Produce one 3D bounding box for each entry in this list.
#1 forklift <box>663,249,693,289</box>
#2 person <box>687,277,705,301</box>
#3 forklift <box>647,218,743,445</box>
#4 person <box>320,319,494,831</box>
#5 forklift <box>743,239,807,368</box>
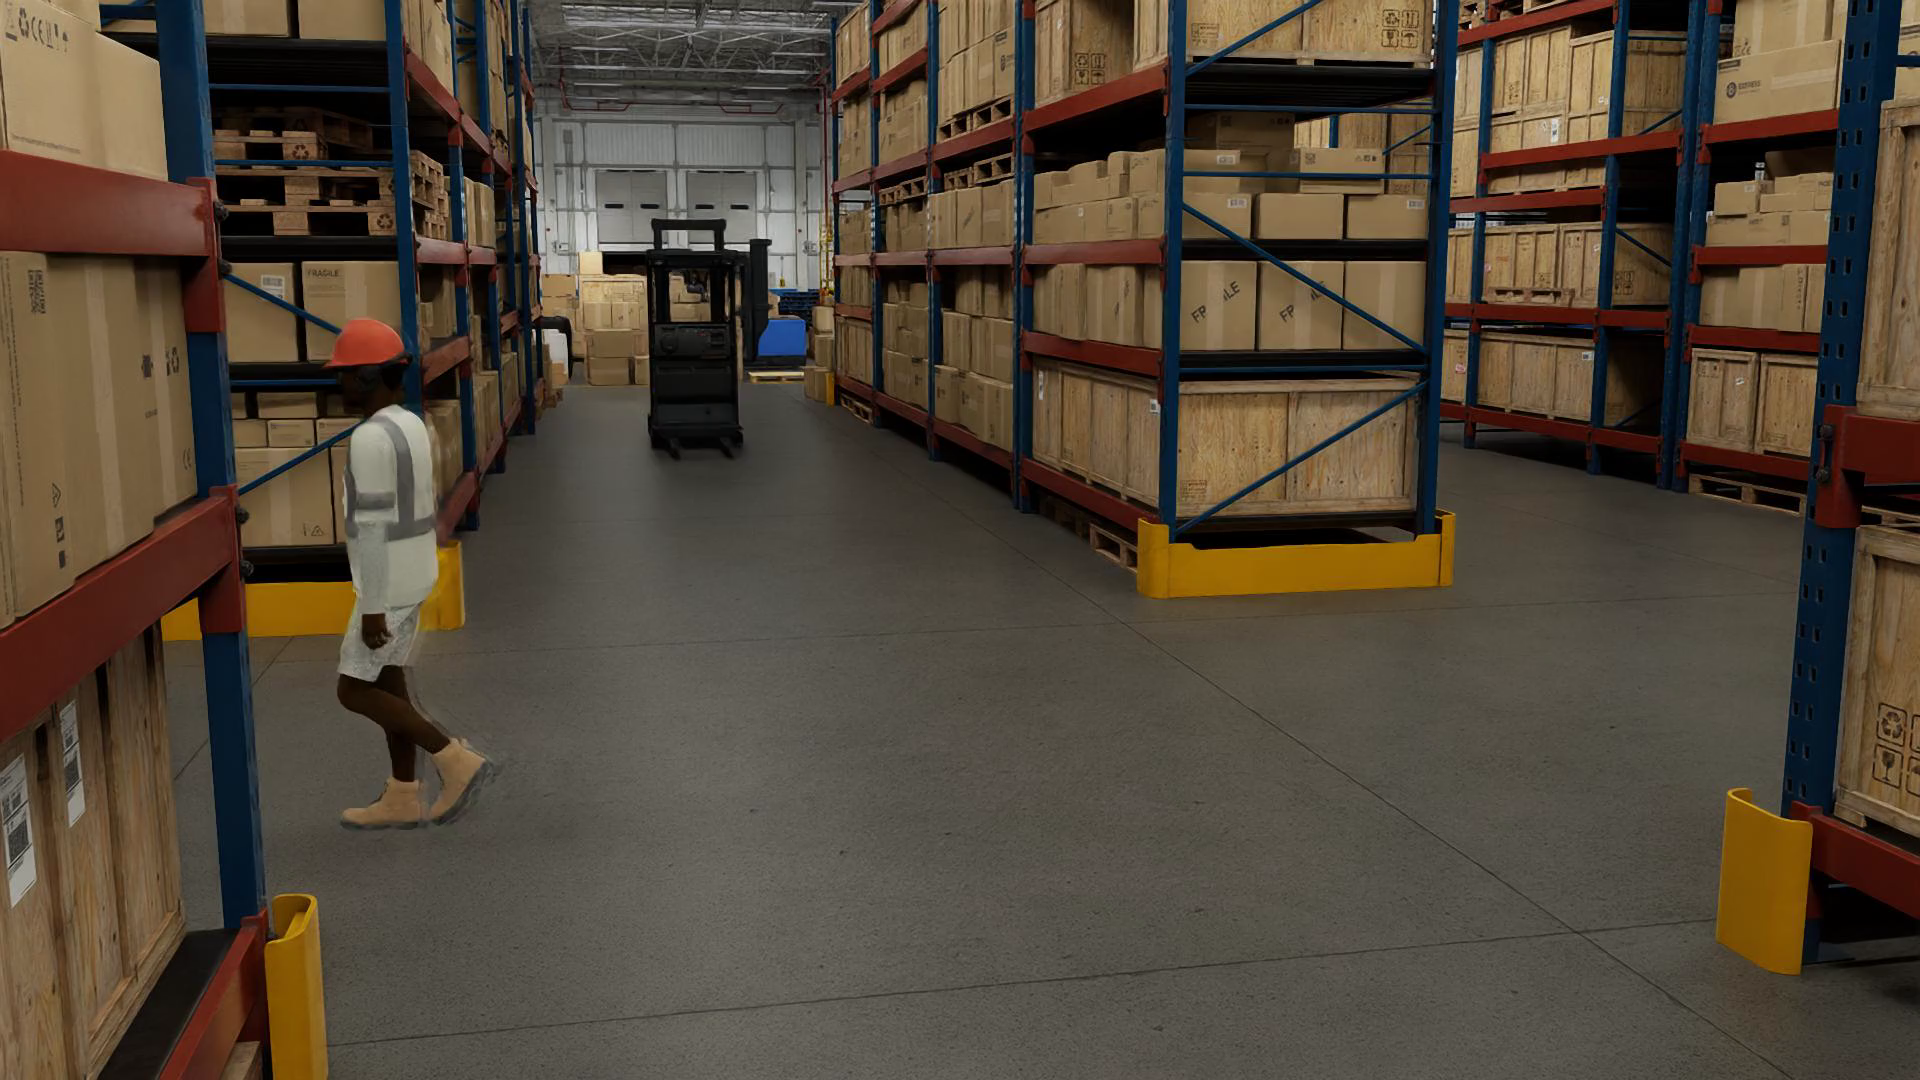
[{"bbox_3d":[-9.250,-8.206,54.841,1.129,2.768,1.873,-7,12,-38],"label":"forklift"},{"bbox_3d":[-8.093,-7.094,50.971,0.628,1.931,0.383,4,10,23],"label":"person"},{"bbox_3d":[-3.436,-2.690,21.217,1.129,2.768,1.873,-2,10,-12],"label":"forklift"},{"bbox_3d":[-2.165,0.163,6.429,0.526,2.023,0.626,0,9,-3],"label":"person"},{"bbox_3d":[-4.349,-5.159,36.268,1.873,2.768,1.129,-2,10,-12],"label":"forklift"}]
